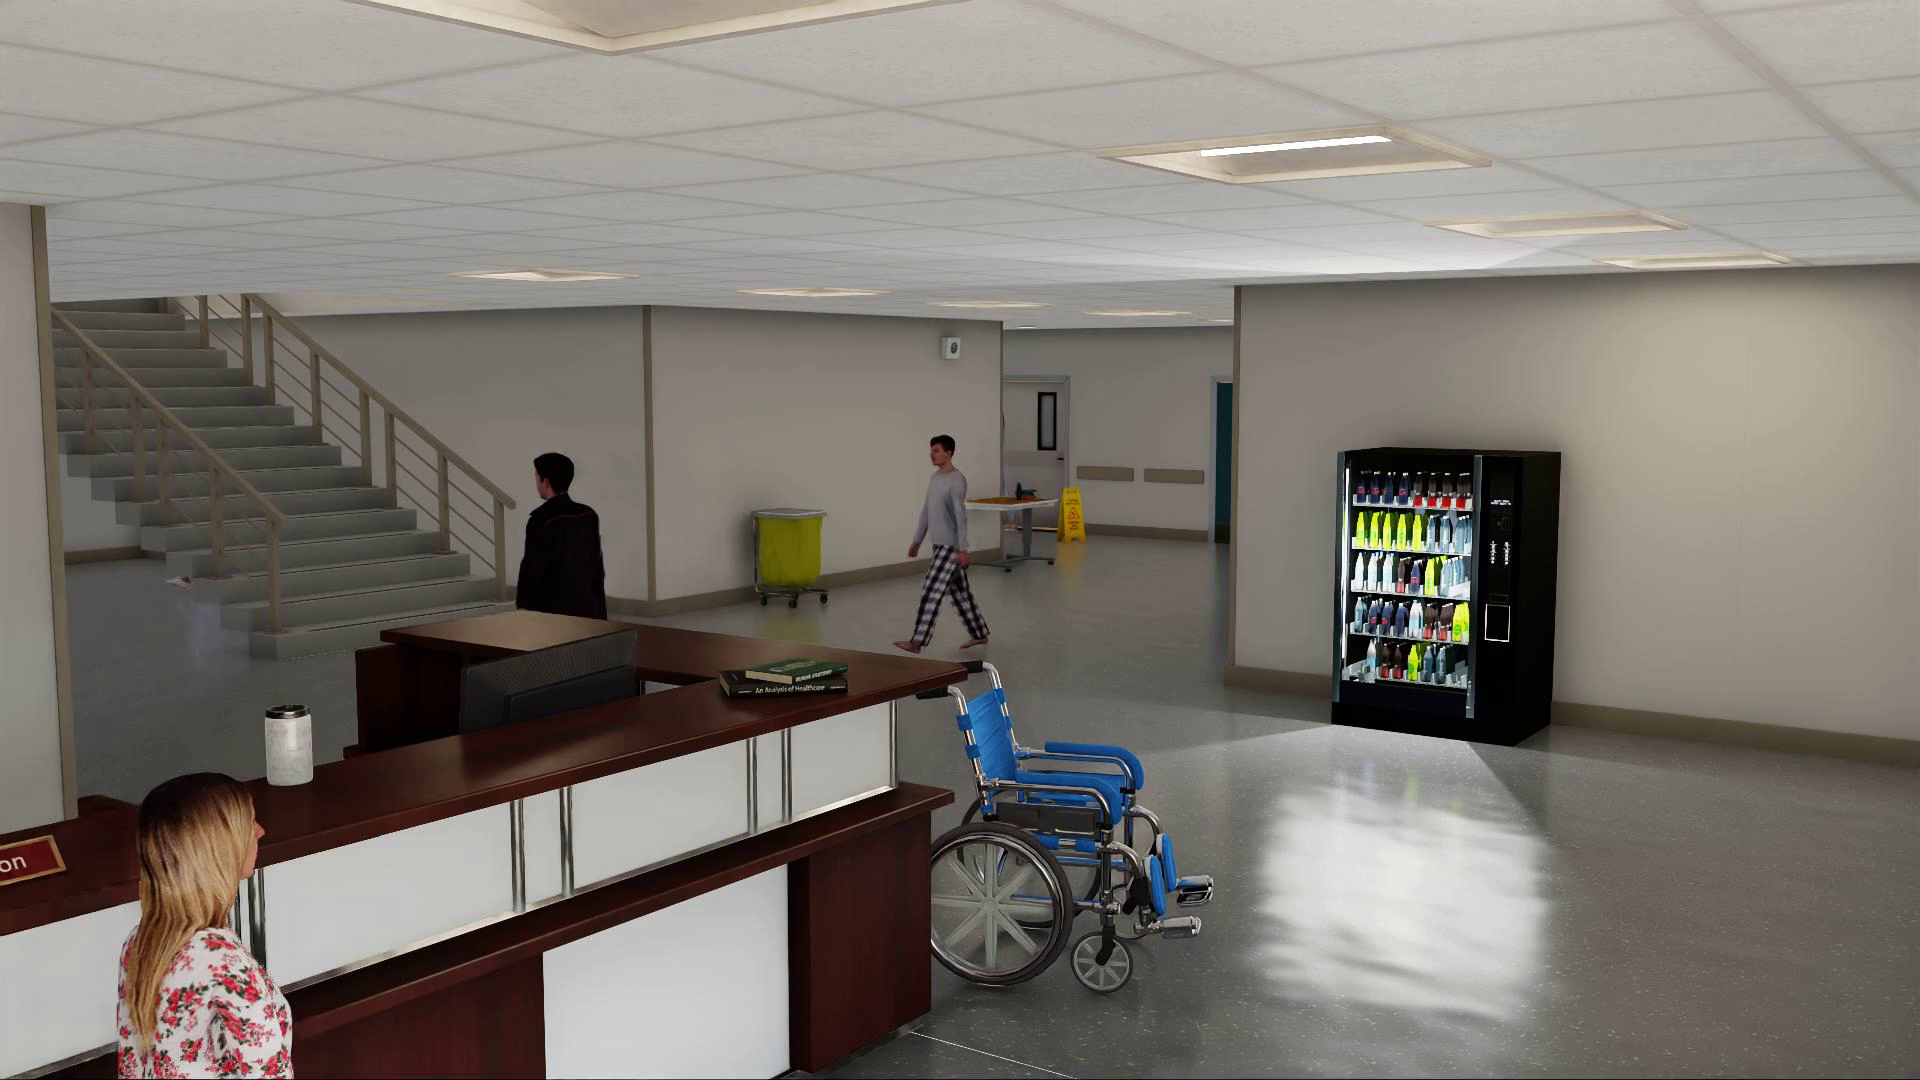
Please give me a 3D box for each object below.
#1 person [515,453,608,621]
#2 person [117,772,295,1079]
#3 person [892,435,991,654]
[{"bbox_3d":[-2.081,0.489,9.052,0.713,1.909,0.738,3,7,29],"label":"person"},{"bbox_3d":[-1.433,1.245,3.006,0.516,1.616,0.653,5,8,41],"label":"person"},{"bbox_3d":[-0.031,0.064,13.834,1.096,1.798,1.203,-3,6,-24],"label":"person"}]
